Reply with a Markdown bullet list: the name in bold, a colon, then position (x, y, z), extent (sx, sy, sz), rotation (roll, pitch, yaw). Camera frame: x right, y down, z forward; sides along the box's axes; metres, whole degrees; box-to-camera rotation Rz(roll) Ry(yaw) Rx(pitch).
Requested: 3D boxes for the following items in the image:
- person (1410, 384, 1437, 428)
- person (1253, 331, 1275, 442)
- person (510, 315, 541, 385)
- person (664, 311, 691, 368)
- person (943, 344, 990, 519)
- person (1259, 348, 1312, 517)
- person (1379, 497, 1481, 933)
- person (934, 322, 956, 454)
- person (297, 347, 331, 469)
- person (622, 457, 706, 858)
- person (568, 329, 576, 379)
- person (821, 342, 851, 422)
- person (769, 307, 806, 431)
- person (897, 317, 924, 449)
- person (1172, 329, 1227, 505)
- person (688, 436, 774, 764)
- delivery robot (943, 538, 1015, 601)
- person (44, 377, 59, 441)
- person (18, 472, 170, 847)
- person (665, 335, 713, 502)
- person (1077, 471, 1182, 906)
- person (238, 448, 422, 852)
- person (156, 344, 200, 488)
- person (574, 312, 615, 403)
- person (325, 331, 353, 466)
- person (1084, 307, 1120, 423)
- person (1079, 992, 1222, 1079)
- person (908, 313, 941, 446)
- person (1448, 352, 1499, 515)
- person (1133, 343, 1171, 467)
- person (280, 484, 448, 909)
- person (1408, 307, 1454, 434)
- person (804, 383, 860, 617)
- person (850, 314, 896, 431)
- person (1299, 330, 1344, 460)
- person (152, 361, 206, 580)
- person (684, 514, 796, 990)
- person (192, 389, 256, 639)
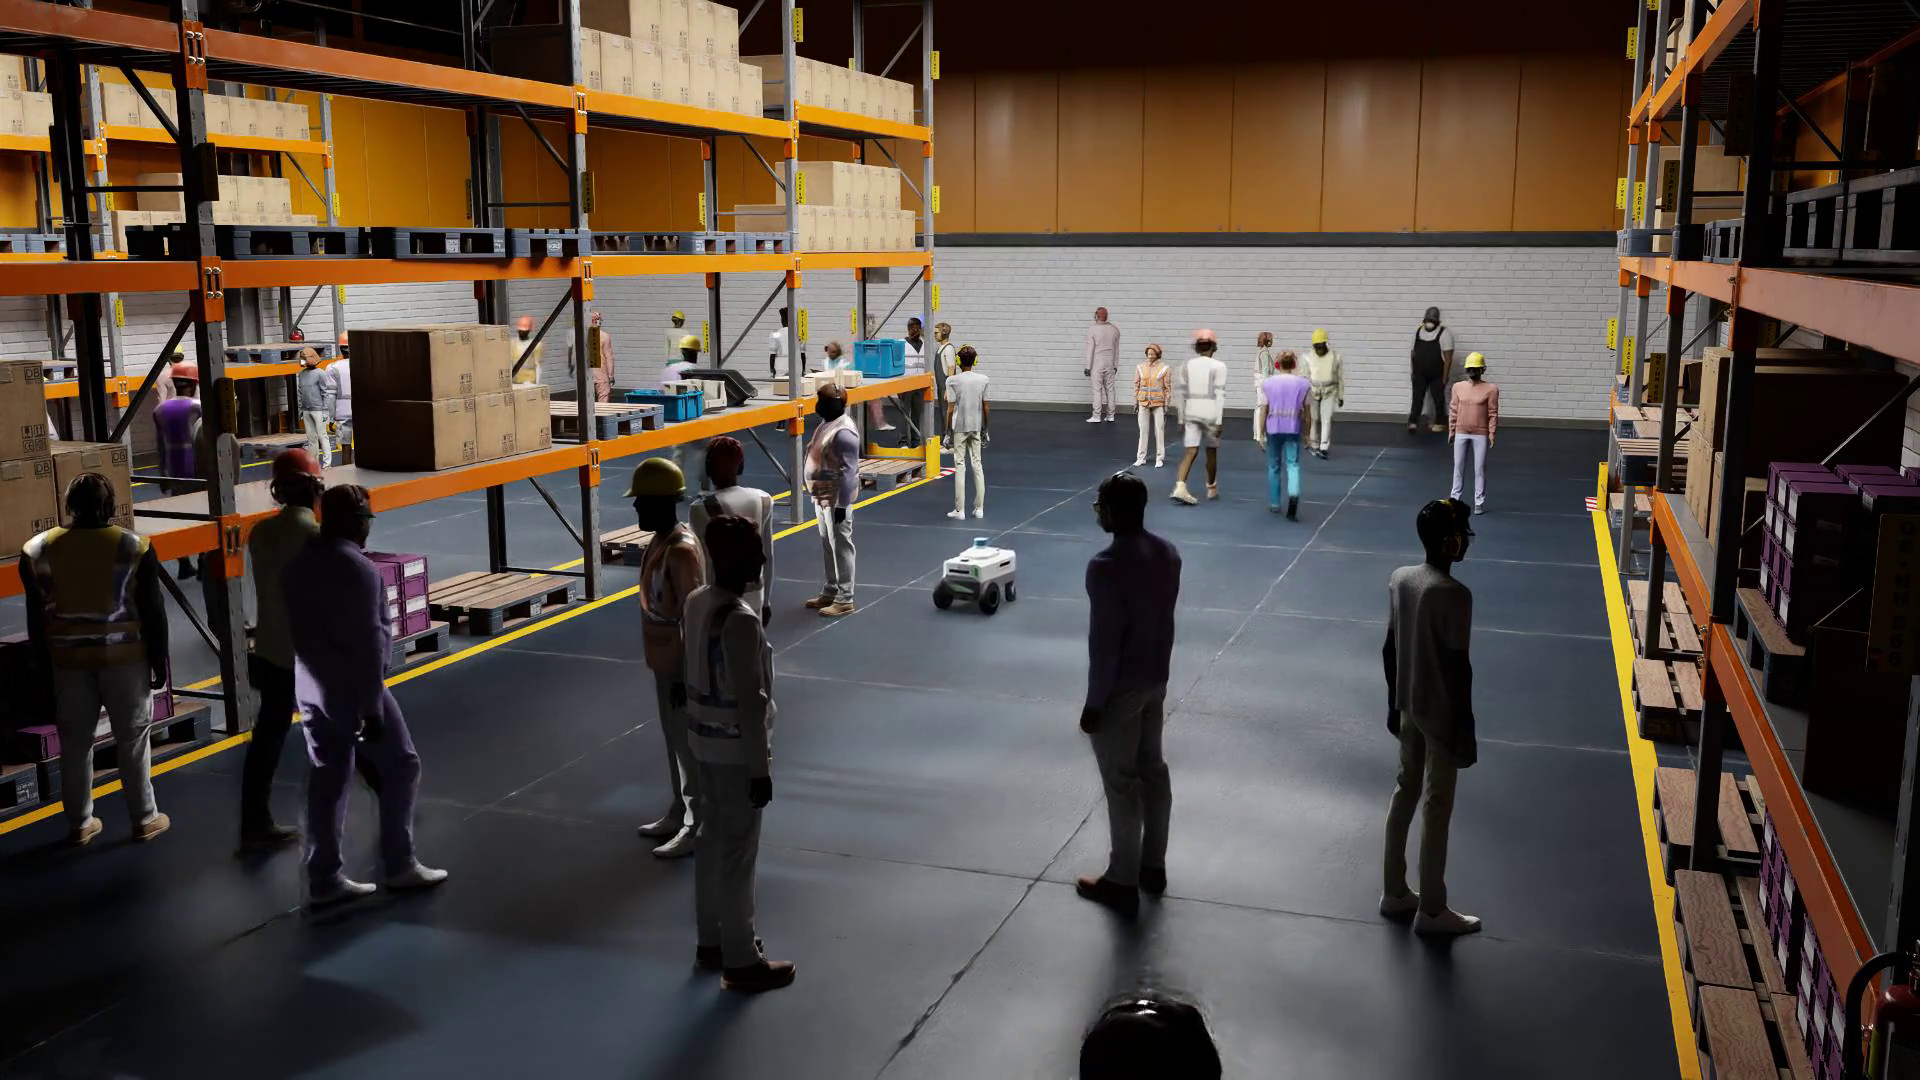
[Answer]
- **person**: position (7.424, -2.619, 26.460), extent (0.506, 1.737, 0.585), rotation (7, 12, 35)
- **person**: position (4.521, -2.276, 24.759), extent (0.307, 1.644, 0.514), rotation (0, 10, 0)
- **person**: position (-6.468, -2.406, 24.785), extent (0.569, 1.897, 0.884), rotation (2, 10, 10)
- **person**: position (-4.986, -3.185, 29.535), extent (0.533, 1.765, 0.326), rotation (3, 10, 16)
- **person**: position (0.067, -1.153, 17.792), extent (0.531, 1.870, 0.318), rotation (-4, 11, -23)
- **person**: position (3.500, -1.148, 17.916), extent (0.571, 1.821, 0.763), rotation (0, 10, 3)
- **person**: position (2.024, 0.743, 7.115), extent (0.316, 1.870, 0.531), rotation (-5, 11, -24)
- **person**: position (-0.224, -2.127, 23.349), extent (0.330, 1.844, 0.520), rotation (-2, 10, -13)
- **person**: position (-8.225, -1.632, 21.158), extent (0.507, 1.631, 0.266), rotation (5, 11, 28)
- **person**: position (-1.396, 0.560, 7.988), extent (0.386, 1.924, 0.591), rotation (-4, 11, -19)
- **person**: position (-6.300, -2.913, 27.824), extent (0.529, 1.837, 0.919), rotation (1, 10, 8)
- **person**: position (-1.746, -1.988, 23.286), extent (0.531, 1.583, 0.886), rotation (6, 12, 30)
- **person**: position (-2.709, -2.685, 26.195), extent (0.598, 1.958, 0.373), rotation (-3, 10, -15)
- **person**: position (-0.676, -2.167, 23.385), extent (0.589, 1.915, 0.393), rotation (-10, 14, -43)
- **person**: position (2.707, -1.392, 18.862), extent (0.613, 1.988, 1.006), rotation (6, 12, 32)
- **person**: position (-1.267, 0.364, 9.218), extent (0.352, 1.881, 0.576), rotation (9, 13, 41)
- **delivery robot**: position (0.163, 0.226, 13.464), extent (0.477, 0.478, 0.707), rotation (6, 12, 29)
- **person**: position (-8.709, -0.759, 15.678), extent (0.404, 1.830, 0.602), rotation (-3, 11, -17)
- **person**: position (-4.189, 0.584, 8.123), extent (0.628, 1.837, 0.429), rotation (-2, 10, -12)
- **person**: position (-3.074, -1.391, 19.072), extent (0.593, 1.896, 0.741), rotation (5, 11, 25)
- **person**: position (0.747, 0.655, 7.423), extent (0.355, 1.936, 0.635), rotation (8, 13, 37)
- **person**: position (-3.198, 0.512, 8.247), extent (0.637, 1.924, 1.041), rotation (5, 11, 28)
- **person**: position (-9.388, -1.494, 20.007), extent (0.316, 1.769, 0.523), rotation (9, 13, 40)
- **person**: position (-5.563, -2.538, 25.491), extent (0.639, 1.910, 0.407), rotation (4, 11, 20)
- **person**: position (-7.040, -1.449, 19.269), extent (0.550, 1.935, 0.375), rotation (-5, 11, -26)
- **person**: position (2.318, -2.876, 27.416), extent (0.643, 1.902, 0.399), rotation (-6, 11, -29)
- **person**: position (0.298, 1.573, 2.699), extent (0.628, 1.803, 0.961), rotation (3, 11, 18)
- **person**: position (-0.543, -2.341, 24.270), extent (0.614, 1.944, 0.406), rotation (-5, 11, -24)
- **person**: position (5.570, -1.155, 18.096), extent (0.523, 1.769, 0.324), rotation (7, 12, 33)
- **person**: position (2.535, -1.777, 21.963), extent (0.511, 1.638, 0.308), rotation (5, 11, 25)
- **person**: position (-2.671, 0.688, 7.435), extent (0.684, 1.867, 0.724), rotation (7, 12, 36)
- **person**: position (7.299, -2.665, 25.827), extent (0.715, 2.000, 1.044), rotation (7, 12, 34)
- **person**: position (-1.019, -0.323, 13.195), extent (0.429, 1.847, 0.625), rotation (-4, 11, -22)
- **person**: position (-1.531, -2.617, 26.082), extent (0.965, 1.854, 0.703), rotation (0, 10, -2)
- **person**: position (4.951, -1.997, 22.806), extent (0.624, 1.772, 0.953), rotation (3, 10, 15)
- **person**: position (-6.752, -0.598, 14.547), extent (0.575, 1.910, 0.488), rotation (2, 10, 11)
- **person**: position (-0.897, 0.830, 6.586), extent (0.340, 1.882, 0.586), rotation (-6, 12, -30)
- **person**: position (-5.521, -0.235, 12.431), extent (0.362, 1.938, 0.631), rotation (-6, 12, -32)
